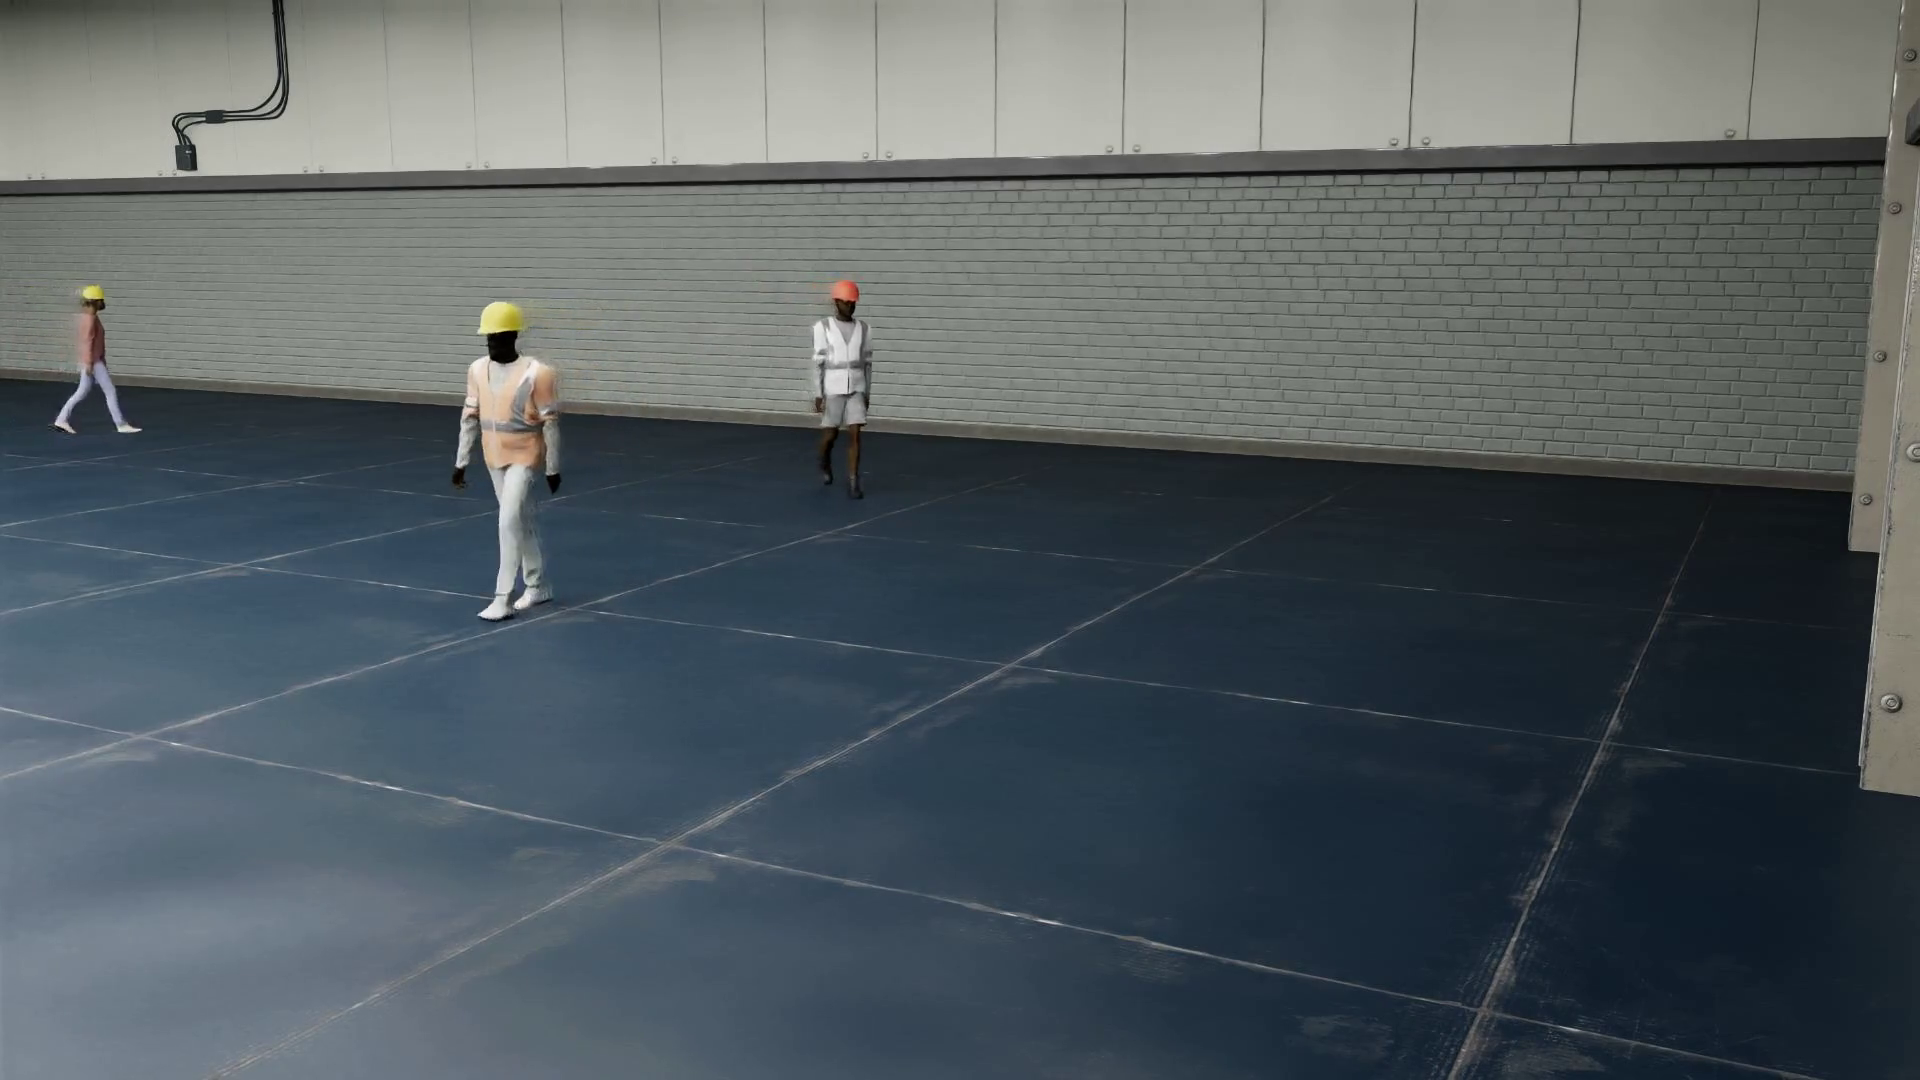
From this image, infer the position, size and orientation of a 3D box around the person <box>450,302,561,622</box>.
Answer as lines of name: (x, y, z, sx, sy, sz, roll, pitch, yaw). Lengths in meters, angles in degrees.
person: (-2.774, -0.465, 9.984, 0.598, 1.894, 0.863, 6, 12, 29)

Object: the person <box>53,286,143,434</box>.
person: (-10.081, -2.079, 19.252, 0.904, 1.725, 0.539, -5, 12, -28)

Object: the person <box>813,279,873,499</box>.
person: (-1.038, -1.346, 14.713, 0.556, 1.923, 0.720, -4, 11, -19)
